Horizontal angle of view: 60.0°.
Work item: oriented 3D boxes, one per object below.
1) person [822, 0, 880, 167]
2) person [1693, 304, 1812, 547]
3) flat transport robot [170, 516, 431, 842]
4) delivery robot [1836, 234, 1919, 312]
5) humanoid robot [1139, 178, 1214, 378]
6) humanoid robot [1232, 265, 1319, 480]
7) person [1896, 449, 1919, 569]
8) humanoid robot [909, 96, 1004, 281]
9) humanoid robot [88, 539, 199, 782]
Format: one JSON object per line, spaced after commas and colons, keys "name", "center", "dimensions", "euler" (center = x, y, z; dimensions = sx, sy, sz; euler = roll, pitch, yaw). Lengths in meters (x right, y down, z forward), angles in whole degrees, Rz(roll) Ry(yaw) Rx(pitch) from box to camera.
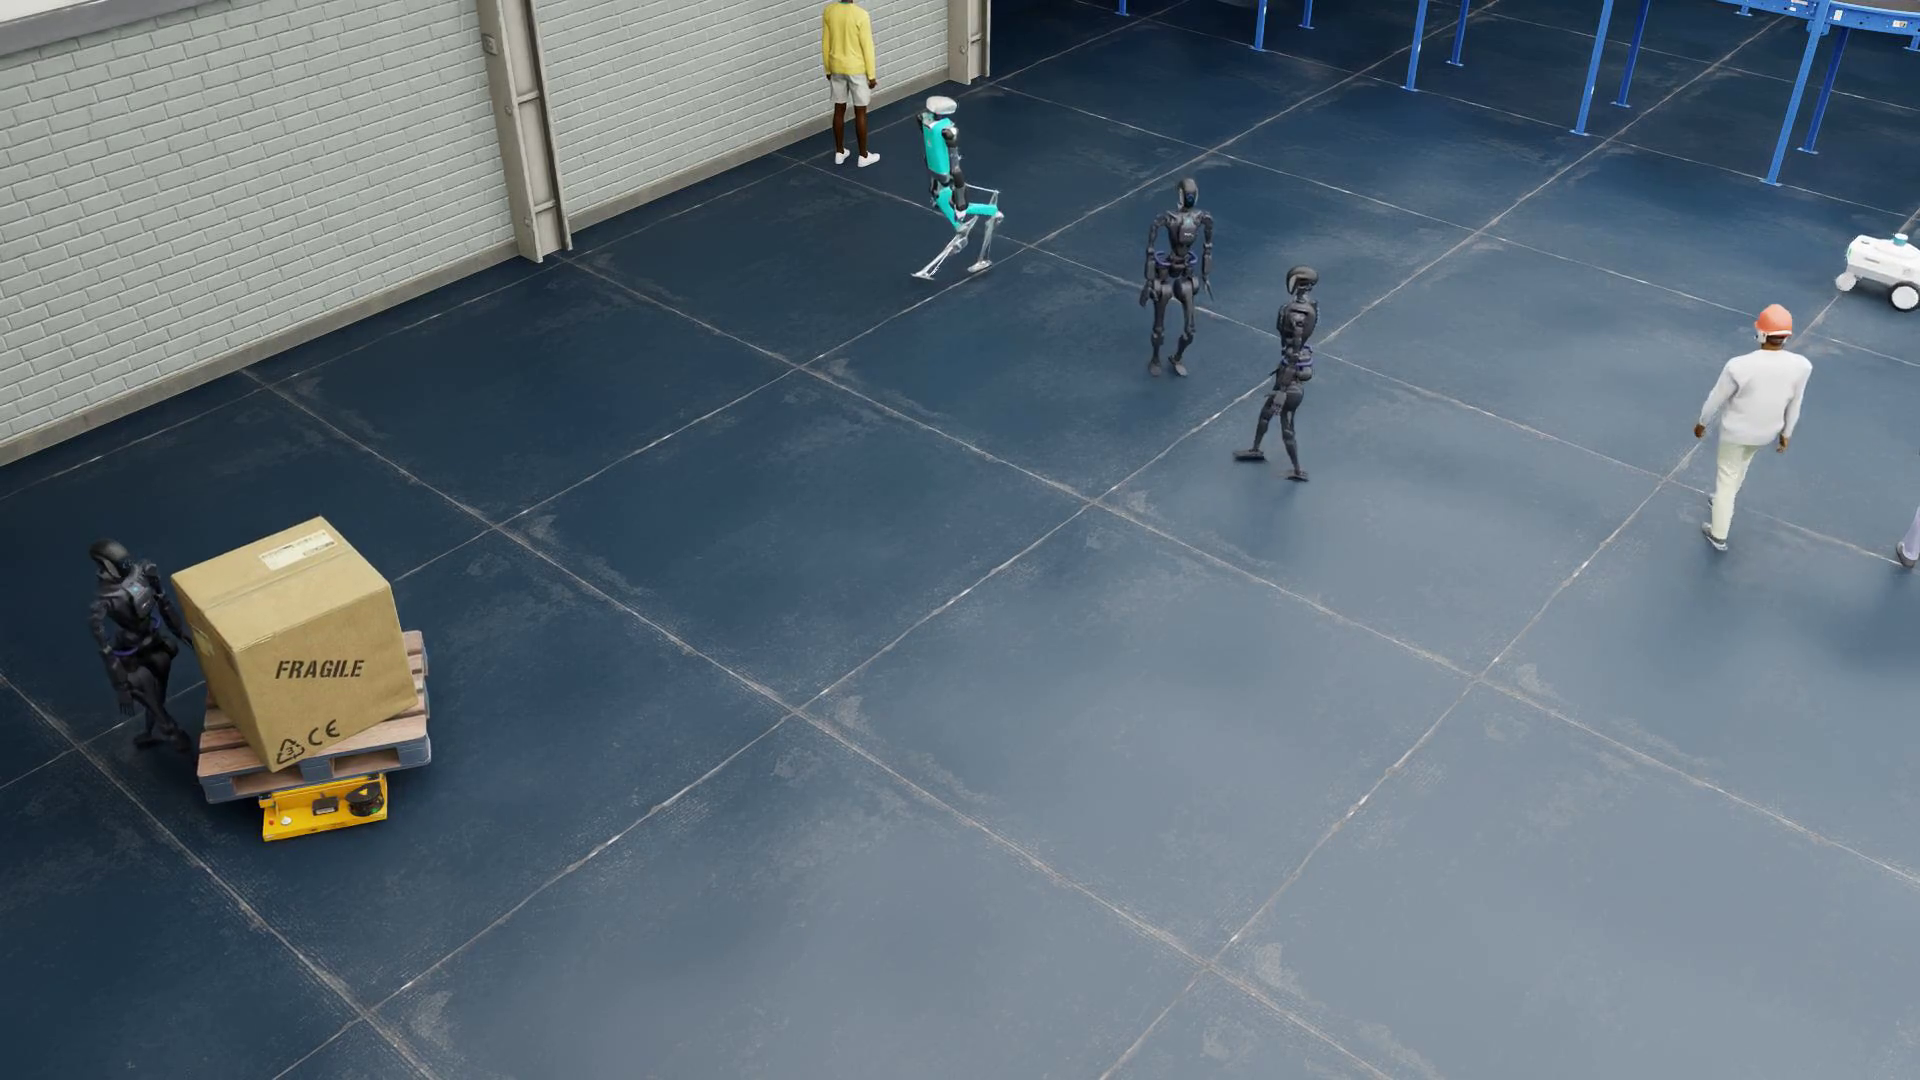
{"name": "person", "center": [-1.097, -4.657, 16.522], "dimensions": [0.548, 1.898, 0.367], "euler": [15, 38, 19]}
{"name": "person", "center": [5.292, -0.823, 11.276], "dimensions": [0.585, 1.725, 0.718], "euler": [0, 35, 0]}
{"name": "flat transport robot", "center": [-3.713, 1.161, 9.757], "dimensions": [0.659, 0.231, 1.431], "euler": [-9, 37, -13]}
{"name": "delivery robot", "center": [8.112, -2.353, 14.462], "dimensions": [0.818, 0.614, 0.499], "euler": [28, 44, 33]}
{"name": "humanoid robot", "center": [1.698, -2.045, 13.044], "dimensions": [0.600, 1.655, 0.334], "euler": [-10, 37, -13]}
{"name": "humanoid robot", "center": [2.301, -1.171, 11.840], "dimensions": [0.582, 1.639, 0.617], "euler": [5, 36, 8]}
{"name": "person", "center": [6.601, -0.579, 10.841], "dimensions": [0.570, 1.843, 0.375], "euler": [16, 38, 21]}
{"name": "humanoid robot", "center": [0.029, -3.014, 14.356], "dimensions": [1.021, 1.729, 0.533], "euler": [-20, 40, -26]}
{"name": "humanoid robot", "center": [-4.546, 0.639, 9.316], "dimensions": [0.786, 1.622, 0.590], "euler": [9, 36, 12]}
